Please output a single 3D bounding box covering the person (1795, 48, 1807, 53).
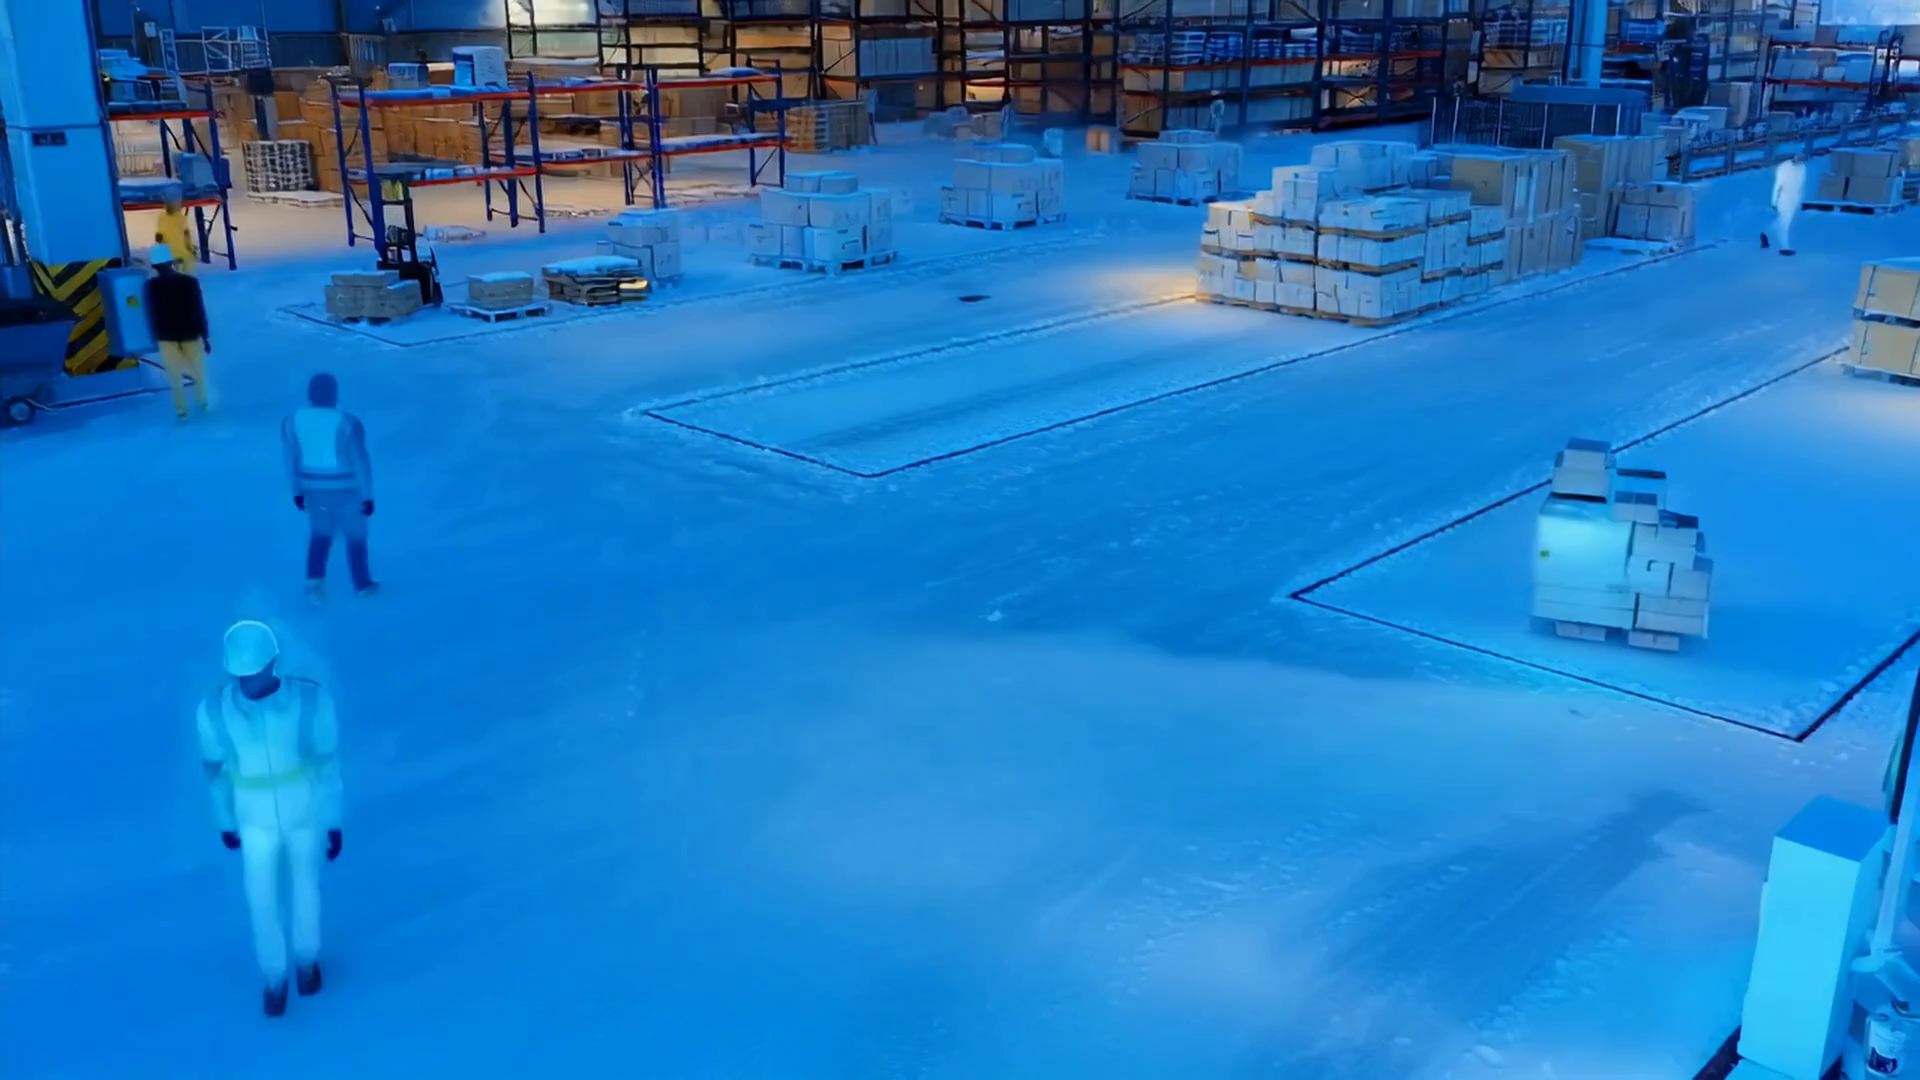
[{"bbox_3d":[42.167,-23.977,83.605,0.670,1.864,0.677,7,20,20],"label":"person"}]

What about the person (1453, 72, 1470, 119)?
[{"bbox_3d":[18.064,-15.959,59.749,0.642,1.648,0.788,-4,19,-12],"label":"person"}]

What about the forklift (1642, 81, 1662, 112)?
[{"bbox_3d":[26.098,-17.863,63.602,1.129,2.768,1.873,17,25,41],"label":"forklift"}]

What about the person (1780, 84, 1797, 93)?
[{"bbox_3d":[29.704,-15.976,59.432,0.959,1.900,0.654,-1,18,-3],"label":"person"}]

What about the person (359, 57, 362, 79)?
[{"bbox_3d":[-24.259,-18.521,67.116,0.936,1.908,0.641,-12,22,-33],"label":"person"}]

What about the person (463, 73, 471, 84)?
[{"bbox_3d":[-15.691,-13.907,53.190,0.624,1.945,0.734,-10,21,-27],"label":"person"}]

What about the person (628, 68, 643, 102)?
[{"bbox_3d":[-11.837,-16.295,60.508,0.673,1.878,0.841,-1,18,-4],"label":"person"}]

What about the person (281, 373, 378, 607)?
[{"bbox_3d":[-4.718,-0.360,12.507,0.633,1.817,0.658,0,18,1],"label":"person"}]

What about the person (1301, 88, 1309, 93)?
[{"bbox_3d":[14.924,-20.476,73.073,1.037,1.847,0.657,-13,23,-35],"label":"person"}]

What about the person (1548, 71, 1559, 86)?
[{"bbox_3d":[21.571,-16.225,60.579,0.877,1.656,0.539,-4,19,-12],"label":"person"}]

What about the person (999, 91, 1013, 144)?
[{"bbox_3d":[1.252,-11.067,44.659,0.618,1.902,0.595,-4,19,-13],"label":"person"}]

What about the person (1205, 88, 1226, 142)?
[{"bbox_3d":[7.143,-11.718,46.648,1.012,1.875,0.554,-6,19,-17],"label":"person"}]

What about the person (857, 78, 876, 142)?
[{"bbox_3d":[-2.828,-13.053,50.564,0.613,1.945,0.708,-8,20,-22],"label":"person"}]

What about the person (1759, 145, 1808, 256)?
[{"bbox_3d":[14.648,-6.060,29.572,0.638,1.914,0.854,-7,20,-20],"label":"person"}]

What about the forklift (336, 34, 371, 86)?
[{"bbox_3d":[-23.394,-18.320,64.977,1.129,2.768,1.873,17,25,41],"label":"forklift"}]

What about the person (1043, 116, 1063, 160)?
[{"bbox_3d":[2.144,-9.174,39.309,0.554,1.659,0.797,-8,20,-23],"label":"person"}]

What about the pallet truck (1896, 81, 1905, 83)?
[{"bbox_3d":[34.802,-16.331,61.455,0.653,1.274,1.630,17,25,41],"label":"pallet truck"}]

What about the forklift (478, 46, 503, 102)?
[{"bbox_3d":[-14.400,-13.831,51.452,1.129,2.768,1.873,17,25,41],"label":"forklift"}]

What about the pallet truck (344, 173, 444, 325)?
[{"bbox_3d":[-8.209,-4.181,23.757,0.823,1.965,1.885,3,19,9],"label":"pallet truck"}]

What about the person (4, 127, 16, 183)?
[{"bbox_3d":[-22.733,-9.475,39.881,1.014,1.884,0.635,9,20,26],"label":"person"}]

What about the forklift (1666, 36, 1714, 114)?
[{"bbox_3d":[27.341,-17.291,61.877,1.129,2.768,1.873,17,25,41],"label":"forklift"}]

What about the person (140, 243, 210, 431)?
[{"bbox_3d":[-8.372,-2.194,17.794,0.634,1.979,0.672,-6,19,-18],"label":"person"}]

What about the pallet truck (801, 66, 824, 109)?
[{"bbox_3d":[-4.812,-15.182,56.903,0.823,1.965,1.885,-9,21,-26],"label":"pallet truck"}]

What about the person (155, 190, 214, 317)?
[{"bbox_3d":[-10.989,-4.015,23.524,0.946,1.822,0.555,7,19,19],"label":"person"}]

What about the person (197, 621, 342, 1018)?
[{"bbox_3d":[-3.081,1.254,7.543,0.583,1.901,0.596,-7,19,-19],"label":"person"}]
